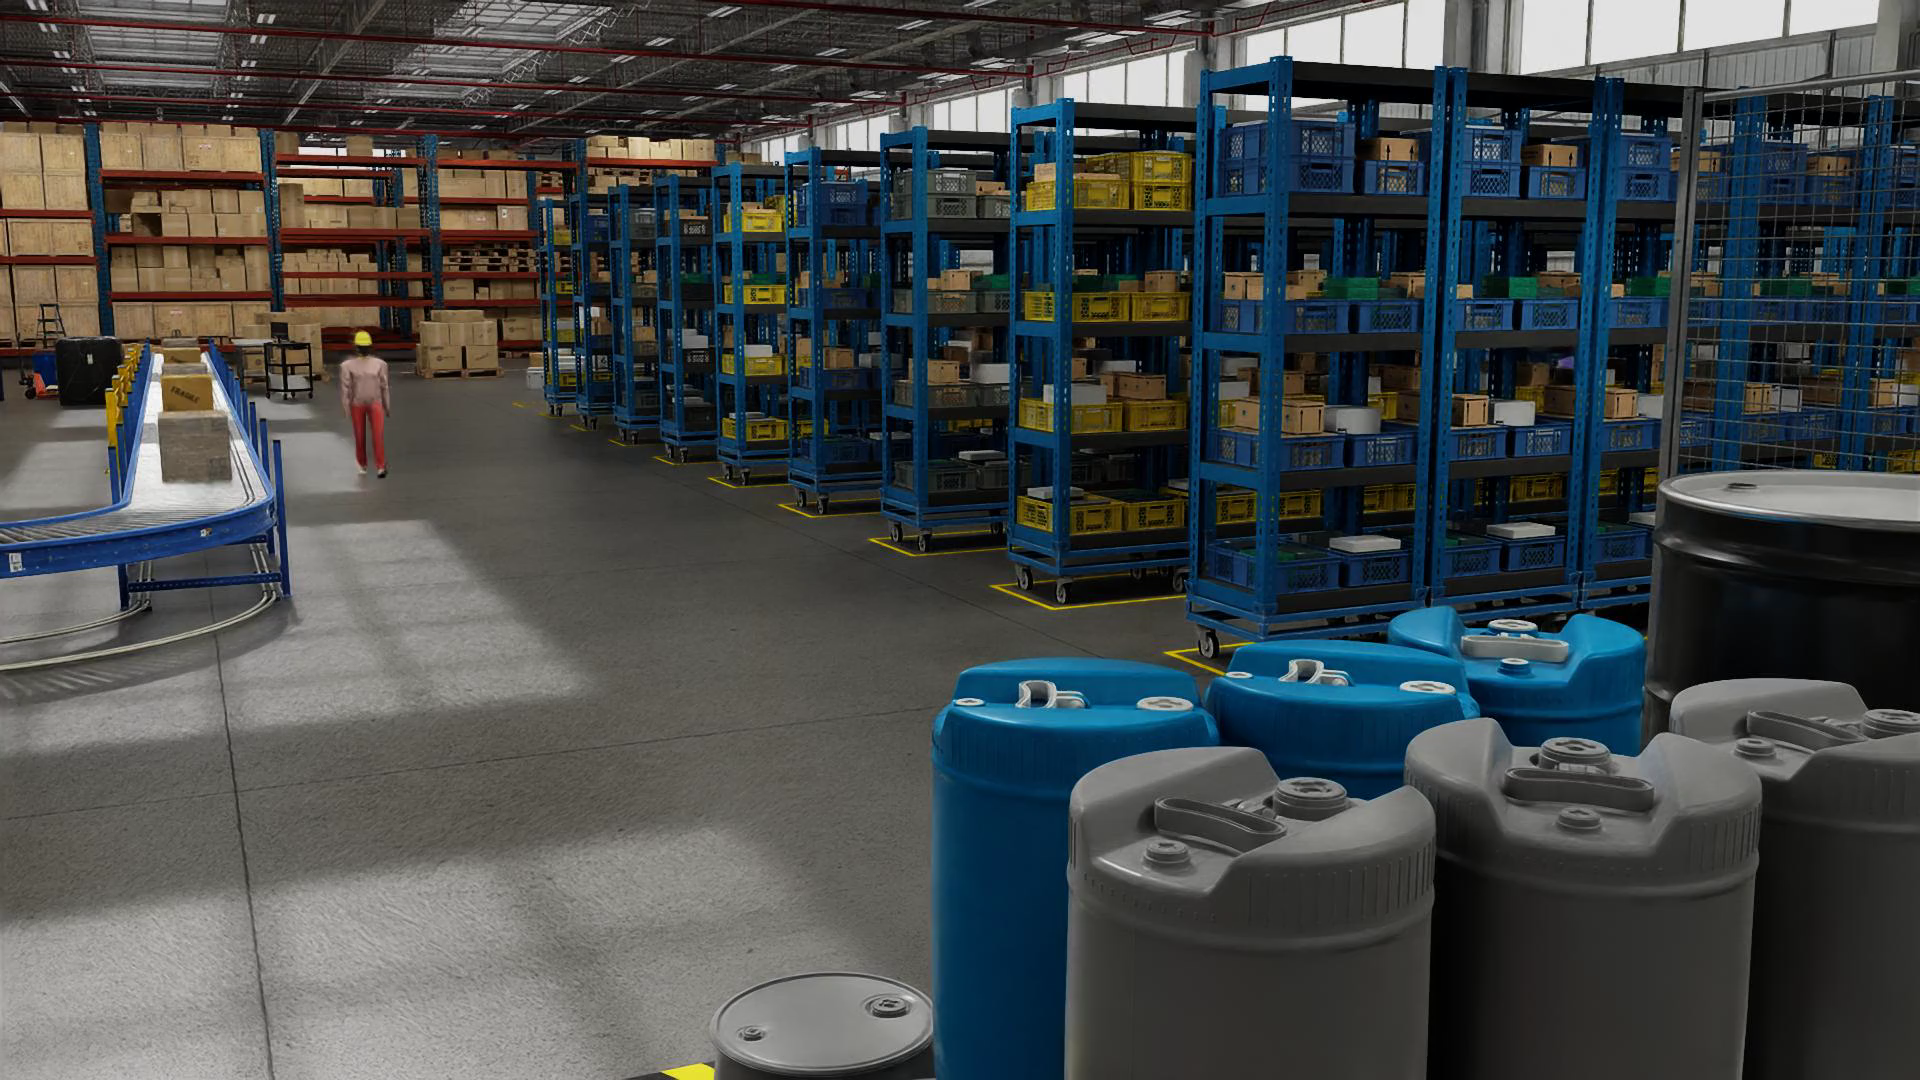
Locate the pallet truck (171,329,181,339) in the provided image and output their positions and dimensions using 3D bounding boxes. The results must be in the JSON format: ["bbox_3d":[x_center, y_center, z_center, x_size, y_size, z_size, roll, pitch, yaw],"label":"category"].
[{"bbox_3d":[-17.275,-3.851,35.096,1.601,1.201,0.680,0,9,1],"label":"pallet truck"}]

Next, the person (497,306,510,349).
[{"bbox_3d":[-14.031,-6.703,50.517,0.790,1.959,0.655,-7,11,-36],"label":"person"}]

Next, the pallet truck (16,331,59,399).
[{"bbox_3d":[-17.082,-3.353,31.781,1.630,1.274,0.653,-4,10,-25],"label":"pallet truck"}]

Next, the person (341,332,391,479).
[{"bbox_3d":[-6.965,-1.582,19.507,0.545,1.716,0.928,-4,10,-24],"label":"person"}]

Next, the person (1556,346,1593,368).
[{"bbox_3d":[6.410,-1.293,17.444,0.570,1.811,0.918,-3,10,-20],"label":"person"}]

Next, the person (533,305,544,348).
[{"bbox_3d":[-12.657,-6.565,50.339,0.527,1.741,0.530,-3,10,-17],"label":"person"}]
